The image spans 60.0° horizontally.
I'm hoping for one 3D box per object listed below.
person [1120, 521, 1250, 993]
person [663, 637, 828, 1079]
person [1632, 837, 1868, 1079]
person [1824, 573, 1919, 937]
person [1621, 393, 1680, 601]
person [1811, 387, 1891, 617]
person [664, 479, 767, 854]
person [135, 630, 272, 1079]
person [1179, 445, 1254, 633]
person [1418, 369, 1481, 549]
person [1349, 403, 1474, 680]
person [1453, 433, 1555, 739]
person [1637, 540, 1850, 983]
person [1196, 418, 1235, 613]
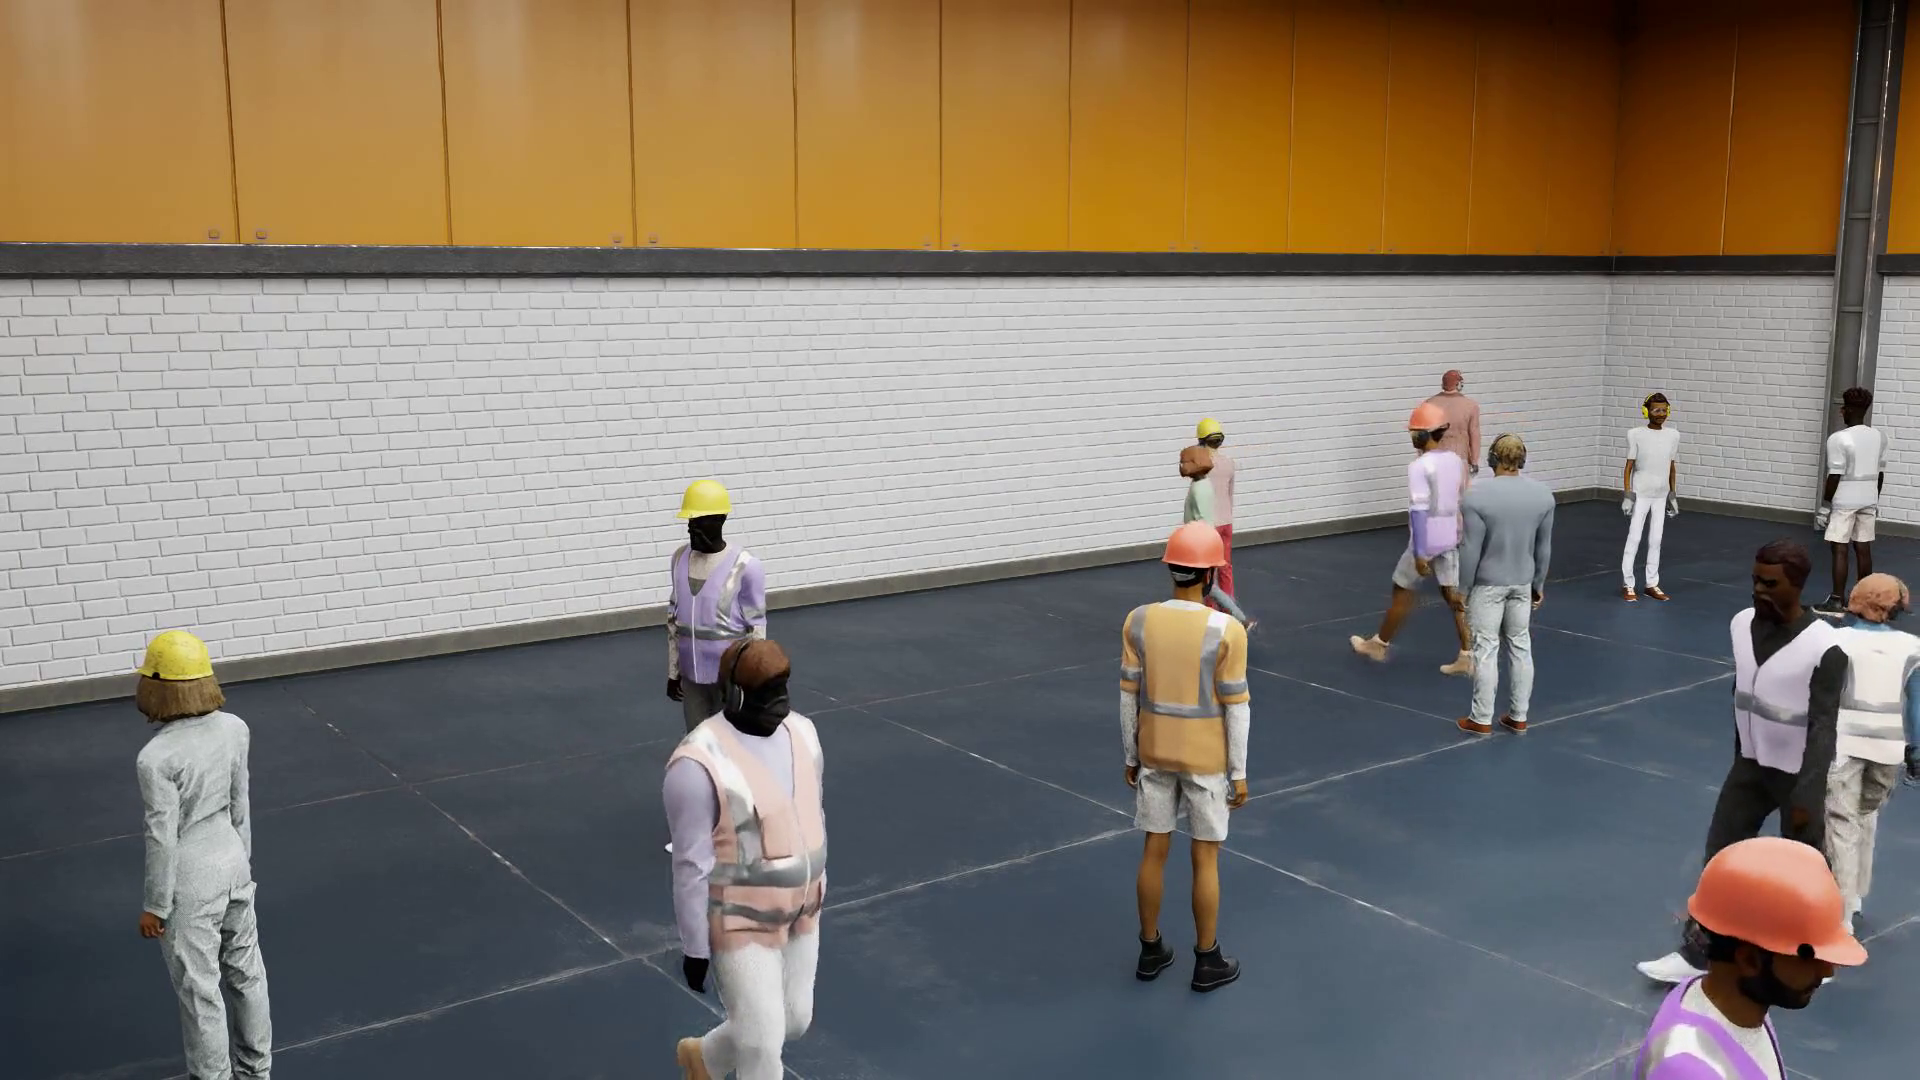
[{"bbox_3d":[0.938,0.882,6.866,0.552,1.935,0.374,5,11,30],"label":"person"},{"bbox_3d":[-0.694,1.189,5.339,0.733,1.821,0.631,7,12,37],"label":"person"},{"bbox_3d":[1.400,1.477,3.302,0.834,1.908,0.550,5,11,31],"label":"person"},{"bbox_3d":[3.981,0.940,7.447,0.544,1.613,0.570,1,9,4],"label":"person"},{"bbox_3d":[6.179,-0.382,14.870,0.514,1.872,0.328,-1,9,-7],"label":"person"},{"bbox_3d":[7.596,-0.321,14.191,0.600,1.967,0.367,-3,10,-16],"label":"person"},{"bbox_3d":[-1.236,0.651,8.312,0.585,1.929,0.370,6,11,31],"label":"person"},{"bbox_3d":[-2.623,1.166,5.704,0.297,1.745,0.484,2,10,14],"label":"person"},{"bbox_3d":[1.930,0.057,12.976,0.700,1.605,0.507,3,10,16],"label":"person"},{"bbox_3d":[5.208,-0.860,17.707,0.650,1.904,0.401,5,10,28],"label":"person"},{"bbox_3d":[3.393,-0.003,12.174,0.616,1.988,1.057,-7,12,-37],"label":"person"},{"bbox_3d":[3.420,0.289,10.512,0.635,1.938,0.357,-2,9,-13],"label":"person"},{"bbox_3d":[3.222,0.935,6.711,0.926,1.875,0.617,-3,10,-17],"label":"person"},{"bbox_3d":[2.027,-0.106,13.490,0.329,1.765,0.526,9,13,43],"label":"person"}]
